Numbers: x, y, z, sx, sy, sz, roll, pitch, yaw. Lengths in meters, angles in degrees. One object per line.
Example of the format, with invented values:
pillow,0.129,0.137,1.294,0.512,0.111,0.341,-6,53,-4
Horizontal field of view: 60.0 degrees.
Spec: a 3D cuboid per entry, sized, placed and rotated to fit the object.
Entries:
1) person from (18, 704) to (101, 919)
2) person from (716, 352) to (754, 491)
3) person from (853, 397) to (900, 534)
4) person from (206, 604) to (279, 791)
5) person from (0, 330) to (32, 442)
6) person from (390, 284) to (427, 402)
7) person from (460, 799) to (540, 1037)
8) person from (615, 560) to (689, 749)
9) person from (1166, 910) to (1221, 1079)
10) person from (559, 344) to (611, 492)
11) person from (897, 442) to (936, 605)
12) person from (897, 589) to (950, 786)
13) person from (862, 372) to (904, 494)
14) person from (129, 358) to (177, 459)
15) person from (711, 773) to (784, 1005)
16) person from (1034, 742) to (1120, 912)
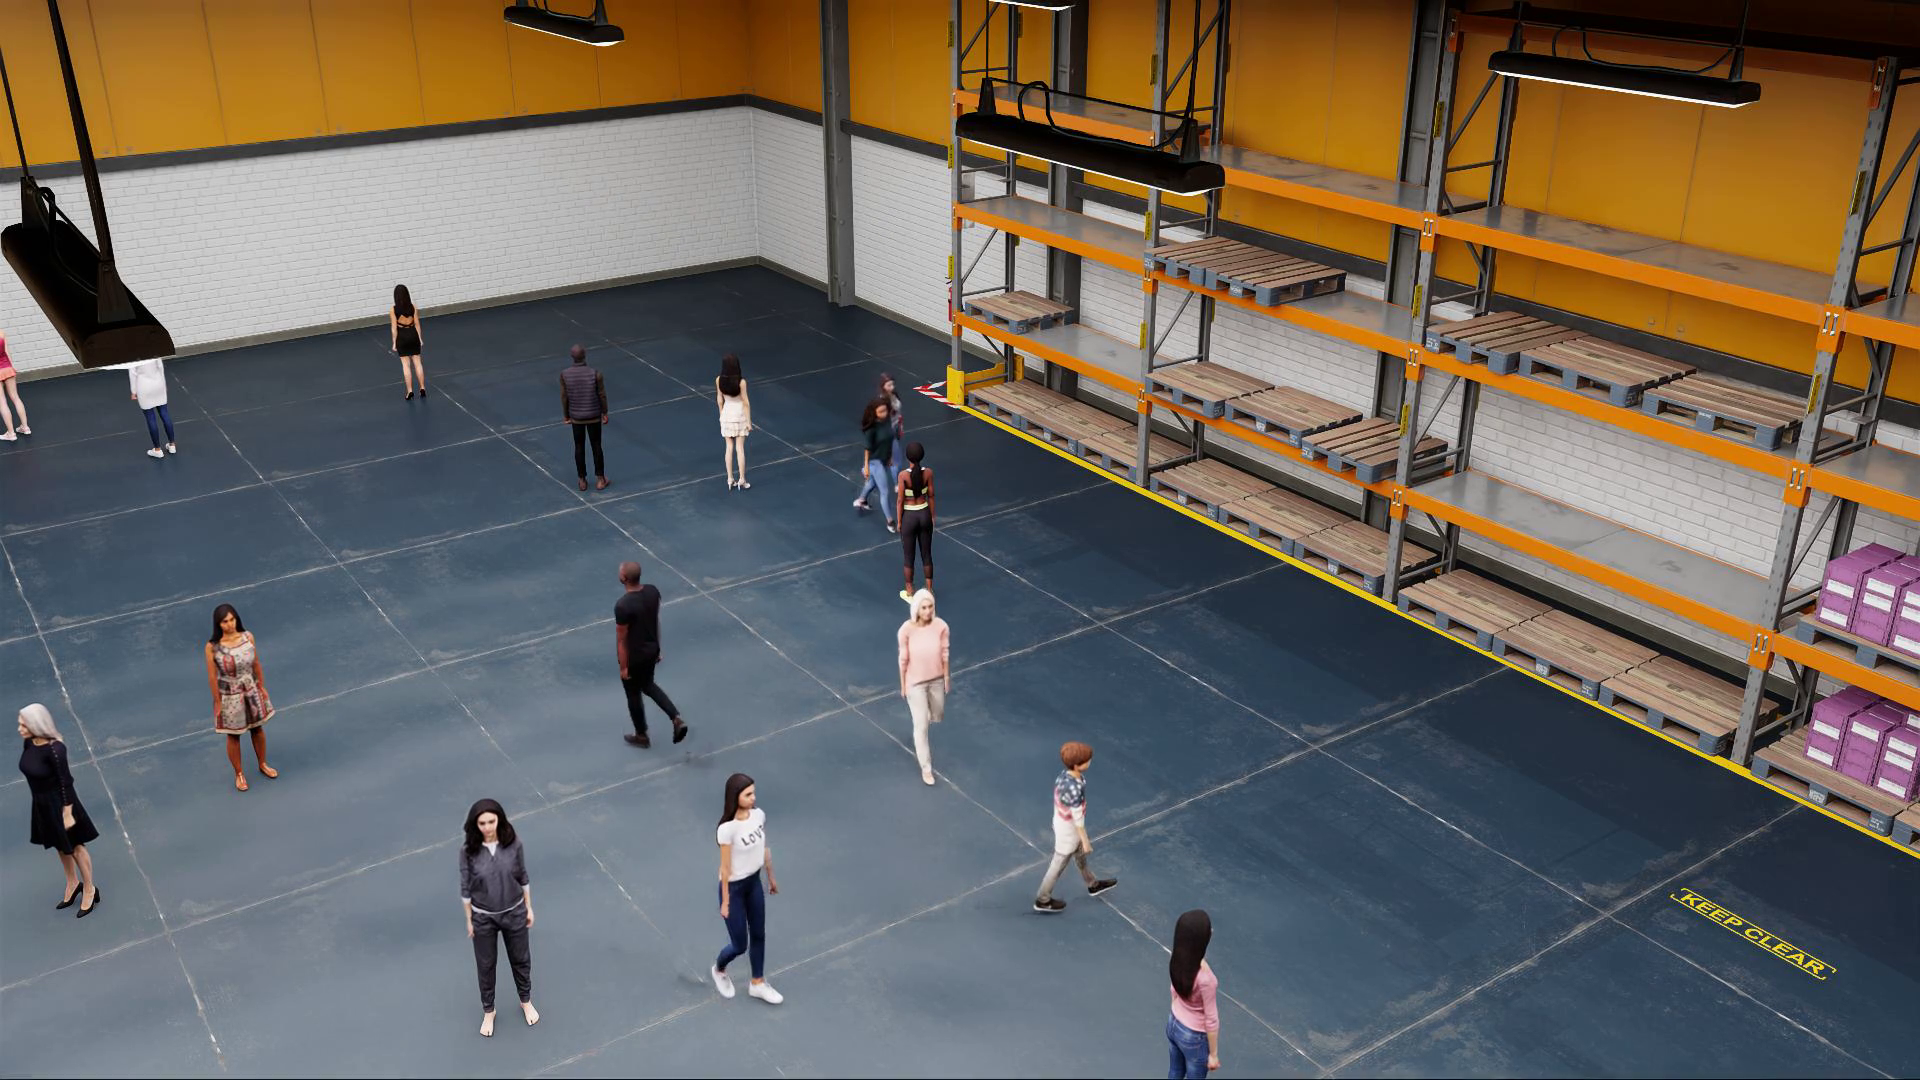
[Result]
person,-6.686,1.991,12.294,0.640,1.746,0.744,13,27,26
person,-2.741,-1.439,20.152,0.630,1.737,0.718,8,25,18
person,-0.985,-0.906,19.138,1.138,1.573,0.858,14,27,29
person,-6.077,1.291,14.022,0.592,1.645,0.689,21,31,40
person,-12.619,-2.191,21.856,0.689,1.752,0.651,8,25,17
person,-7.744,-2.775,23.318,0.572,1.648,0.481,-15,28,-31
person,-3.091,2.486,11.139,0.648,1.765,0.597,-8,25,-19
person,-2.707,1.040,14.398,1.057,1.804,0.899,13,27,28
person,1.389,2.972,10.055,0.651,1.743,0.493,-11,26,-24
person,-4.543,-1.497,20.162,0.779,1.836,0.780,-1,24,-2
person,-0.452,-0.185,17.263,0.621,1.754,0.596,-7,25,-17
person,-0.313,1.179,14.199,0.780,1.708,1.039,-8,25,-17
person,-0.904,-1.266,19.952,0.998,1.581,0.891,7,25,15
person,-10.340,-1.934,21.238,0.625,1.775,0.666,17,29,34
person,-1.538,2.386,11.368,0.858,1.765,0.777,14,27,30
person,0.741,2.148,12.360,0.846,1.406,0.913,-3,24,-8
